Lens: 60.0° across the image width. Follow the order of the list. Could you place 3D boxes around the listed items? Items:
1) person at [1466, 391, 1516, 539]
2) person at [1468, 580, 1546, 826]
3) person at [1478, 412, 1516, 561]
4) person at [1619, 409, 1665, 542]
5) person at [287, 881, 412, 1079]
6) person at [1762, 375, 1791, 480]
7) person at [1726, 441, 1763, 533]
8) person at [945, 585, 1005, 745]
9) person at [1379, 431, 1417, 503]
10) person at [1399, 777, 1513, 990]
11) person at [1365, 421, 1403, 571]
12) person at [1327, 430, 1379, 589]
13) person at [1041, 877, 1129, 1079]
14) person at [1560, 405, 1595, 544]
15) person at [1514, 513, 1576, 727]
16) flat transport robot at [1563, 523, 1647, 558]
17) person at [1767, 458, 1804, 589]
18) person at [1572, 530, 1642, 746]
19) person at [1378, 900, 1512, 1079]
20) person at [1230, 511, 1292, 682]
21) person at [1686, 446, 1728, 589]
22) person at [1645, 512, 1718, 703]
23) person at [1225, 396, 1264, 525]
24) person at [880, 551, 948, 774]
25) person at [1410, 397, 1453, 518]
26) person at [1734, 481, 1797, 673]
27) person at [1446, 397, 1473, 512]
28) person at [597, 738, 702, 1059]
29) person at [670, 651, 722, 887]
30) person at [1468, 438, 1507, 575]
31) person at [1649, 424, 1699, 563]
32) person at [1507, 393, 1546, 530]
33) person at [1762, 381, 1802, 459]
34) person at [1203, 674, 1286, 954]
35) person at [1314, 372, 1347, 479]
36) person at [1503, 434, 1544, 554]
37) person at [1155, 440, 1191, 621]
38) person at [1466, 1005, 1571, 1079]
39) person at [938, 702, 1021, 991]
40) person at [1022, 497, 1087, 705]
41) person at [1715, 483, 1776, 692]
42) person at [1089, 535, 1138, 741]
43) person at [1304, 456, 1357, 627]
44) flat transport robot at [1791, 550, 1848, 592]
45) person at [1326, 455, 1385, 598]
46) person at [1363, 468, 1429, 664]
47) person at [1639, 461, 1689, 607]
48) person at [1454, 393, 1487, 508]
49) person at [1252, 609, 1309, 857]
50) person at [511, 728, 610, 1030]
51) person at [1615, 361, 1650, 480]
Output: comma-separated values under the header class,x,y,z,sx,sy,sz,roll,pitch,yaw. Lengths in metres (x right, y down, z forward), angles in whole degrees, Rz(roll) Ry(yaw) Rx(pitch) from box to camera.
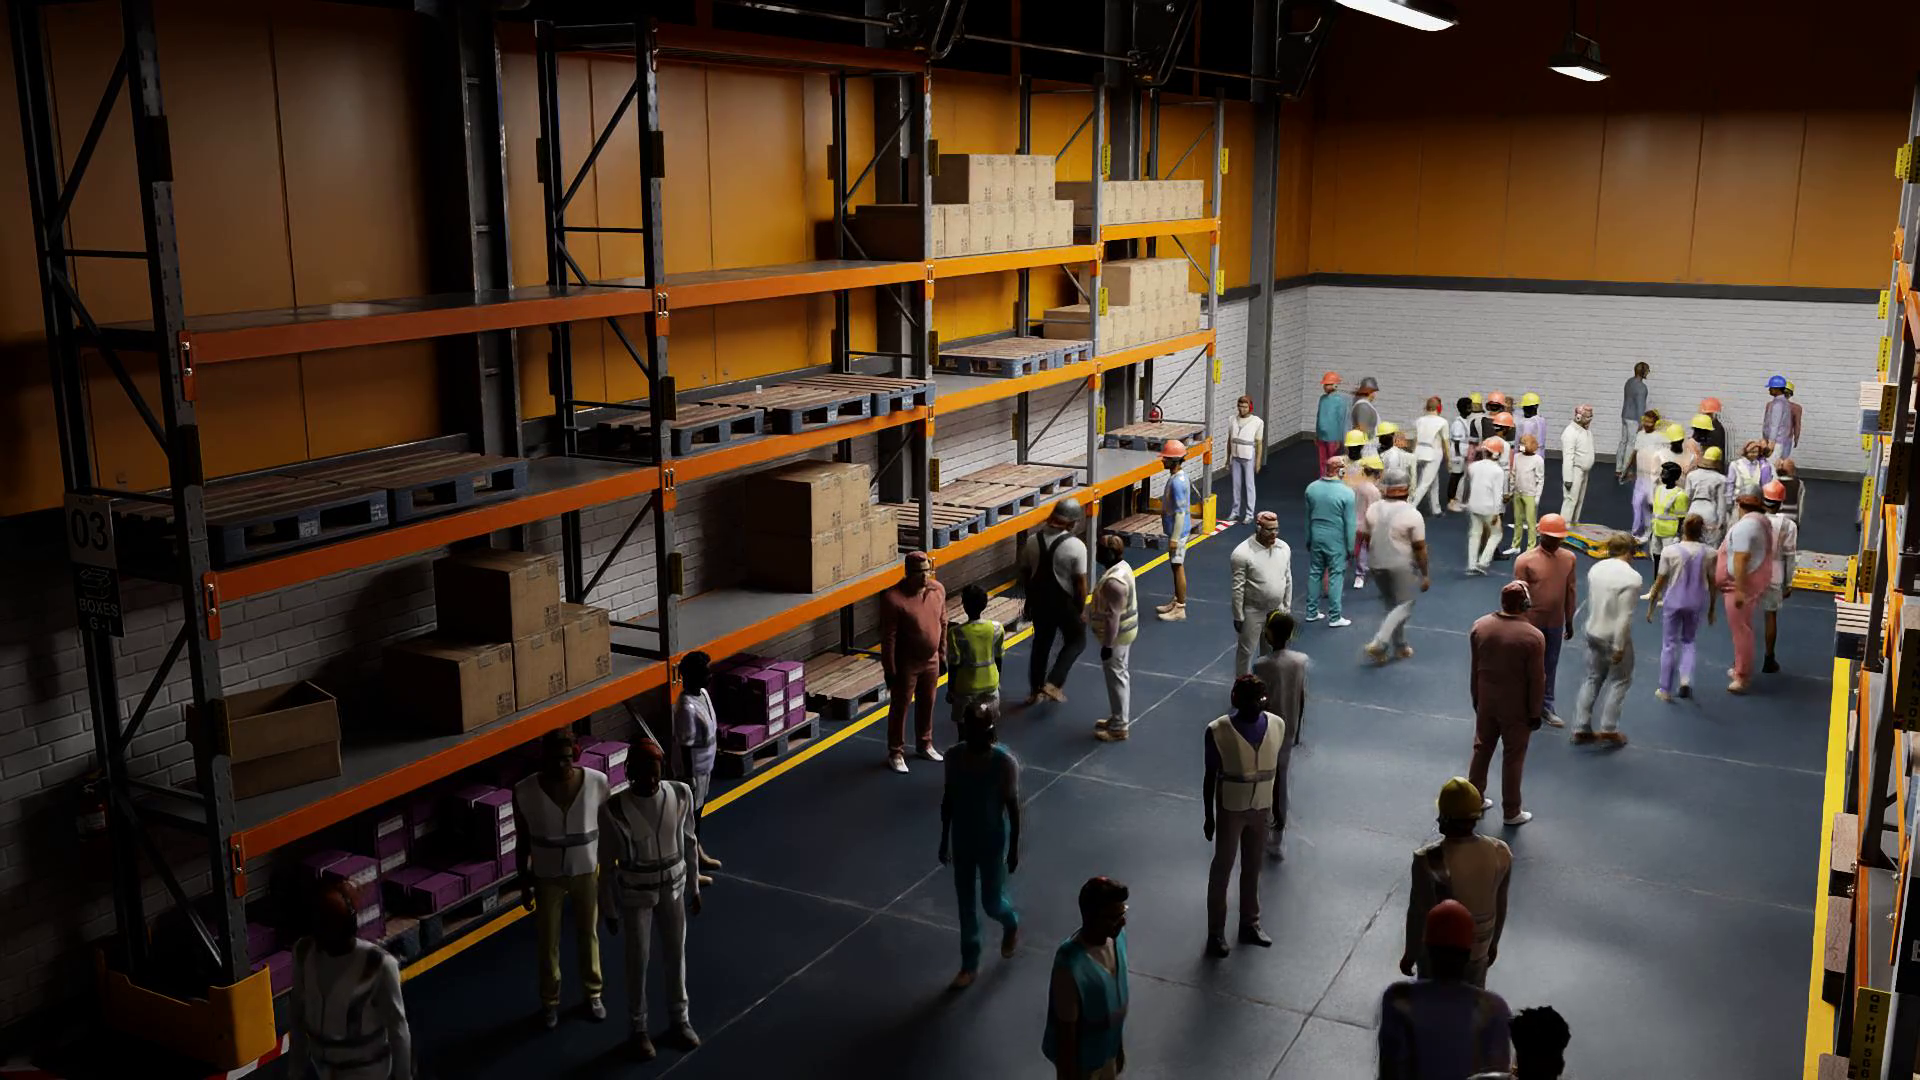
class,x,y,z,sx,sy,sz,roll,pitch,yaw
person,7.238,-1.014,22.692,0.613,2.028,0.409,4,13,19
person,4.244,1.244,12.878,0.397,1.899,0.639,-9,16,-36
person,6.945,-0.695,21.493,0.388,1.925,0.550,-3,13,-11
person,9.196,-0.855,22.369,0.538,1.842,0.564,-3,13,-13
person,-2.771,2.417,7.725,0.574,1.857,0.804,6,14,25
person,12.316,-1.520,25.161,0.409,1.939,0.601,7,15,30
person,9.942,-0.451,21.055,0.516,1.631,0.332,-1,13,-4
person,0.118,1.193,13.541,0.535,1.700,0.318,-7,14,-28
person,5.714,-0.616,21.783,0.500,1.636,0.286,4,13,16
person,2.637,2.153,8.935,0.589,1.834,0.403,-3,13,-15
person,5.432,-0.536,20.845,0.599,1.895,0.633,3,13,12
person,4.732,-0.378,20.055,0.594,1.926,0.366,7,15,30
person,0.585,2.421,7.751,0.386,1.834,0.561,7,14,29
person,8.326,-0.887,22.424,0.402,1.895,0.653,10,16,39
person,5.264,0.725,14.992,0.615,1.987,0.407,-3,13,-13
flat transport robot,8.467,-0.011,22.155,0.652,0.197,1.431,-2,13,-8
person,9.901,-0.195,20.044,0.533,1.604,0.768,-2,13,-11
person,5.647,0.865,14.554,0.572,1.896,0.647,-5,13,-20
person,2.116,2.489,7.326,0.551,1.875,0.987,3,13,14
person,2.816,0.662,15.469,0.644,1.900,0.399,-6,14,-24
person,8.962,-0.268,20.021,0.385,1.730,0.492,-12,17,-43
person,6.799,0.648,15.692,0.620,1.825,0.439,2,13,8
person,4.058,-1.147,23.714,0.562,1.836,0.396,11,17,41
person,-0.371,1.011,13.934,0.663,1.895,0.406,-11,17,-40
person,6.683,-1.147,23.822,0.943,1.799,0.577,-6,14,-26
person,8.075,0.365,16.711,0.551,1.934,0.373,8,15,32
person,7.394,-1.269,24.569,0.317,1.695,0.540,8,15,30
person,-1.753,2.019,9.447,0.584,1.879,0.369,-8,15,-32
person,-1.873,1.598,11.754,0.319,1.691,0.536,1,13,4
person,6.534,-0.409,20.620,0.411,1.733,0.582,-6,14,-27
person,8.948,-0.544,20.924,0.594,1.884,0.937,2,13,8
person,7.987,-1.105,23.354,0.400,1.913,0.592,10,16,38
person,12.786,-1.597,25.913,0.533,1.757,0.336,6,14,25
person,1.821,1.741,10.752,0.570,1.843,0.373,-5,14,-21
person,5.585,-1.556,25.180,0.377,1.995,0.612,-6,14,-26
person,7.340,-0.576,21.607,0.266,1.631,0.507,-7,14,-29
person,2.383,-0.107,18.579,0.390,2.045,0.607,2,13,7
person,2.166,2.670,6.357,0.608,1.955,0.395,8,15,31
person,0.140,1.851,10.305,0.521,1.834,0.531,7,14,28
person,0.915,0.563,15.588,0.779,2.000,0.539,11,16,40
person,7.596,0.421,16.225,0.551,2.000,0.856,11,17,40
person,1.357,0.855,14.774,0.432,1.834,0.633,2,13,7
person,4.105,0.010,18.395,0.399,1.899,0.650,-11,17,-41
flat transport robot,10.586,0.372,20.438,0.652,0.197,1.431,7,15,30
person,4.754,-0.144,19.493,0.924,1.712,0.529,-2,13,-11
person,4.423,0.254,16.974,0.746,2.000,0.737,12,17,42
person,8.155,-0.074,19.216,0.315,1.695,0.541,-3,13,-13
person,7.592,-1.319,24.714,0.494,1.730,0.324,2,13,9
person,2.304,1.408,12.227,0.534,1.850,0.475,-5,13,-21
person,-2.323,1.965,9.785,0.566,1.839,0.383,-5,13,-21
person,10.963,-1.941,27.067,0.374,1.932,0.628,0,13,0
